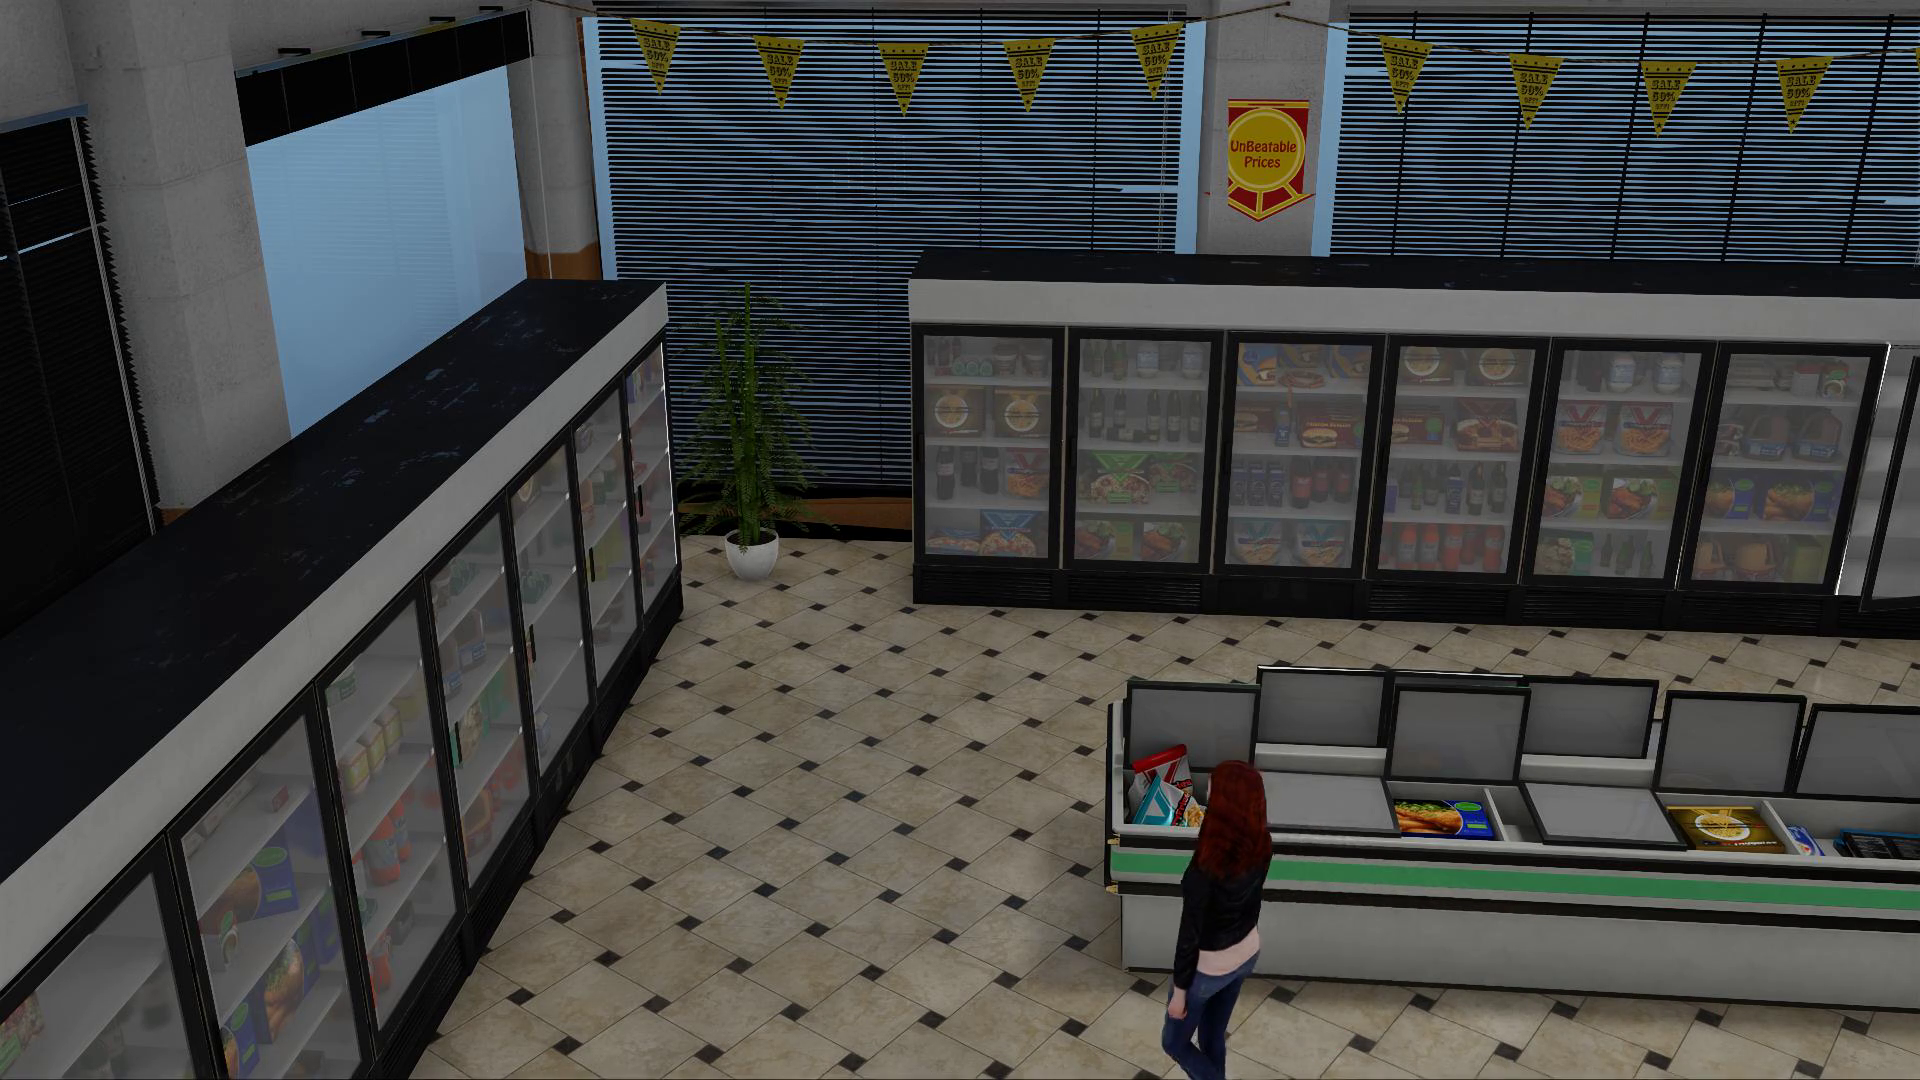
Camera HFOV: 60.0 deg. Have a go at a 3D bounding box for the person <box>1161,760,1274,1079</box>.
[{"bbox_3d":[1.015,1.653,6.189,0.905,1.775,0.968,-18,28,-37],"label":"person"}]
